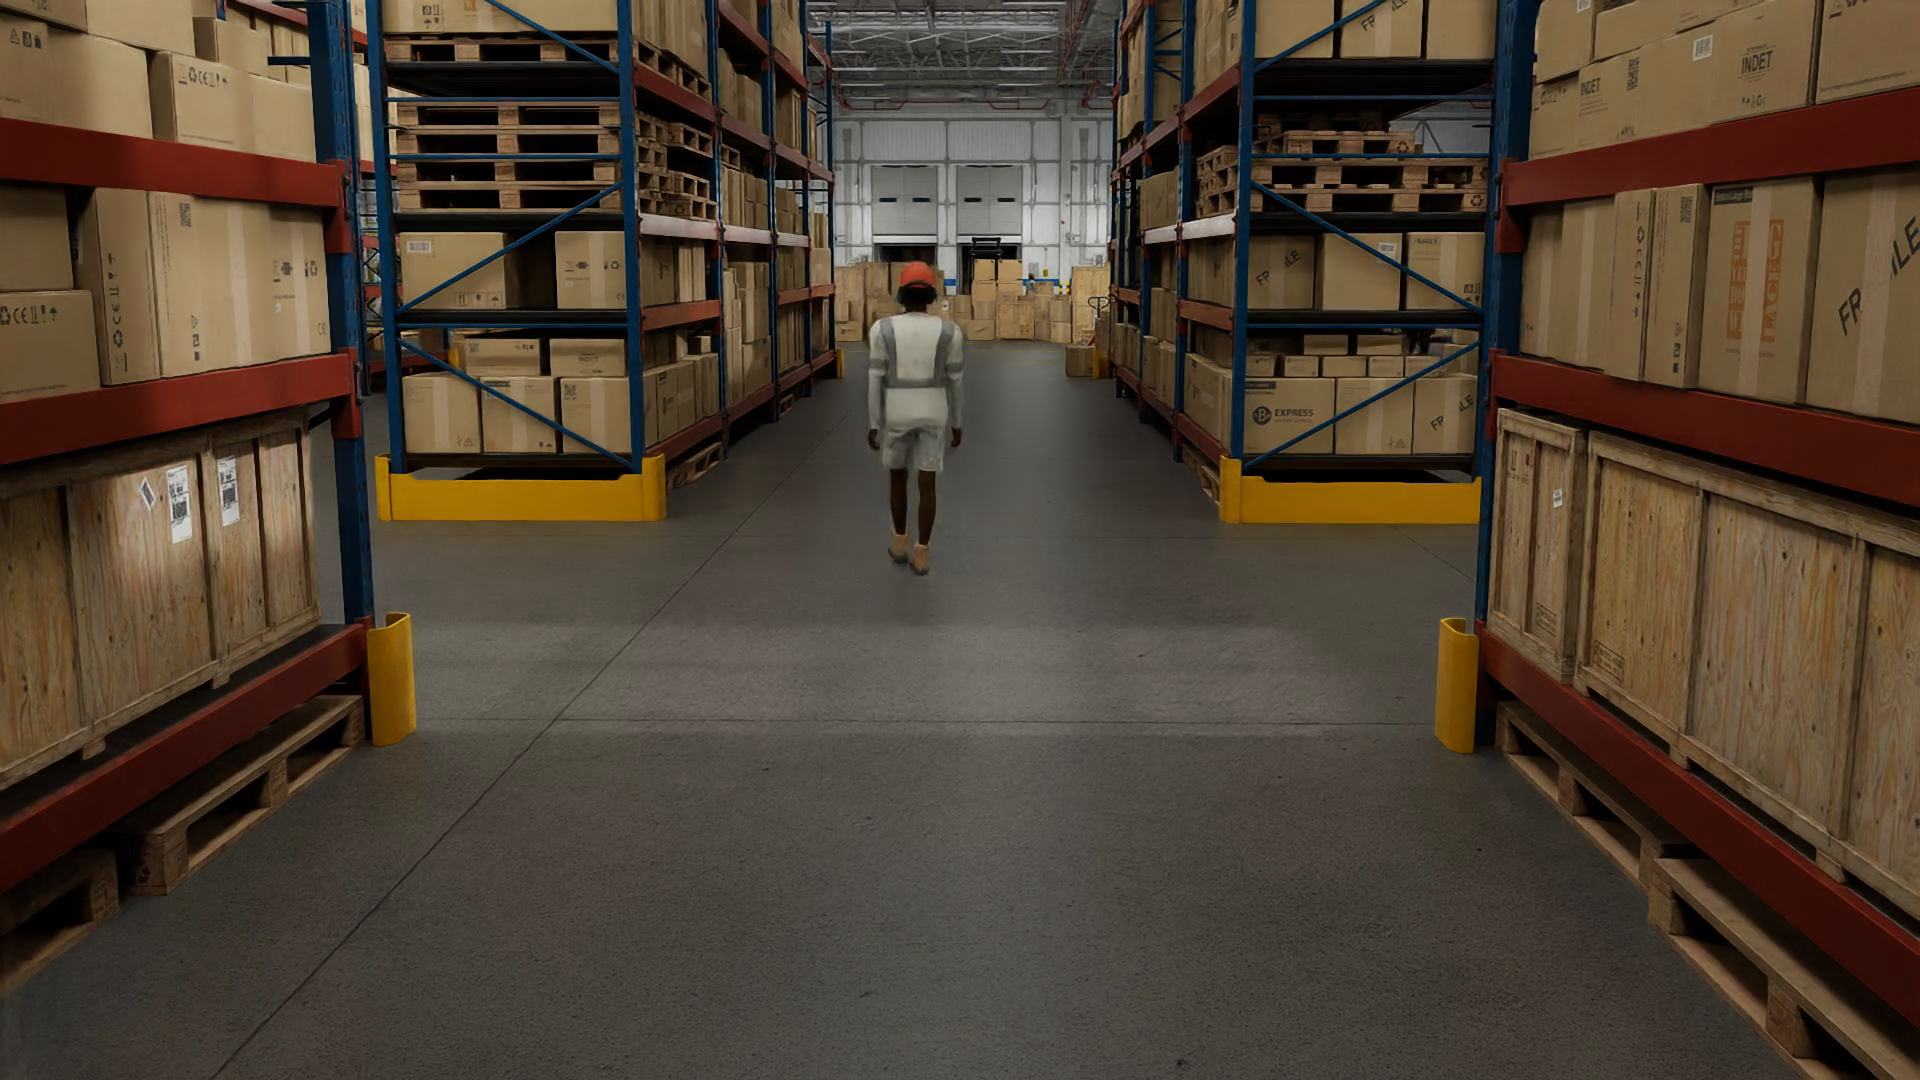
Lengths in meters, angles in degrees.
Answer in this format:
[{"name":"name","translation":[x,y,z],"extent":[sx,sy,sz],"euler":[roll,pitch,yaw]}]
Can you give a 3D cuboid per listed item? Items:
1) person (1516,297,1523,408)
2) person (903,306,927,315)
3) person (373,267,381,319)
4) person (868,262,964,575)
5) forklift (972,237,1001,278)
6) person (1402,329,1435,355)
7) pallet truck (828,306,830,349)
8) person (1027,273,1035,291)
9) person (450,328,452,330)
[{"name":"person","translation":[6.834,-2.157,20.301],"extent":[0.527,1.594,0.842],"euler":[1,10,6]},{"name":"person","translation":[-0.934,-4.945,36.222],"extent":[1.016,1.856,0.613],"euler":[-5,11,-28]},{"name":"person","translation":[-20.789,-8.807,59.330],"extent":[0.450,1.875,0.604],"euler":[-1,10,-6]},{"name":"person","translation":[-0.296,-0.815,11.018],"extent":[0.637,2.014,0.884],"euler":[-1,9,-3]},{"name":"forklift","translation":[0.842,-8.321,53.407],"extent":[1.129,2.768,1.873],"euler":[0,9,1]},{"name":"person","translation":[7.962,-3.770,28.825],"extent":[0.620,1.979,0.611],"euler":[1,9,3]},{"name":"pallet truck","translation":[-3.100,-3.940,29.800],"extent":[1.885,1.965,0.823],"euler":[3,10,19]},{"name":"person","translation":[2.556,-8.721,59.511],"extent":[0.306,1.640,0.522],"euler":[2,10,9]},{"name":"person","translation":[-10.609,-4.467,34.009],"extent":[0.716,1.670,0.547],"euler":[0,9,1]}]
